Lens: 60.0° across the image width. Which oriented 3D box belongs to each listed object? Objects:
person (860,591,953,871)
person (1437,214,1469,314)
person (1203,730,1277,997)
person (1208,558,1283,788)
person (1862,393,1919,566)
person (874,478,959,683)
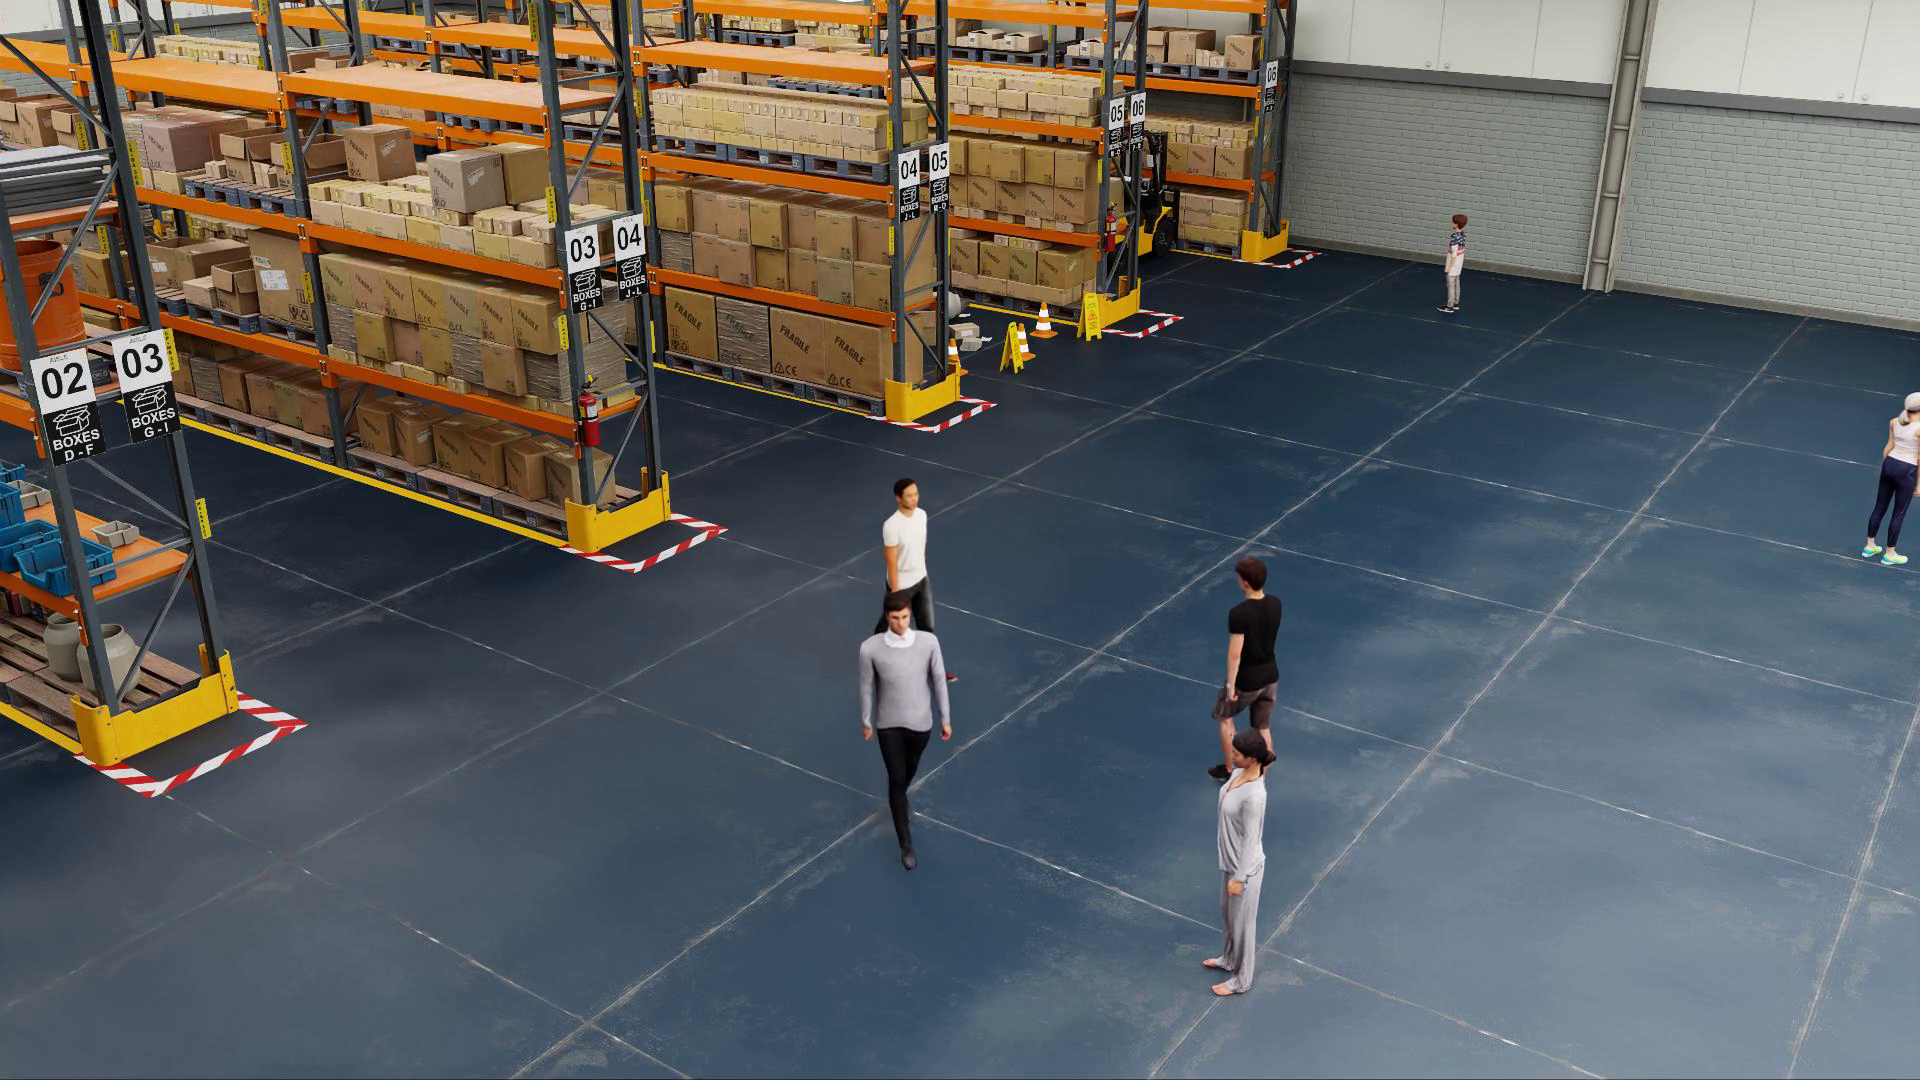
[{"bbox_3d":[-0.398,1.210,11.538,1.241,1.873,1.347,-6,24,-13],"label":"person"},{"bbox_3d":[7.316,-4.105,24.590,0.479,1.439,0.528,17,28,35],"label":"person"},{"bbox_3d":[1.695,1.919,9.995,0.720,1.776,0.681,-1,23,-2],"label":"person"},{"bbox_3d":[2.164,1.032,11.994,0.834,1.844,0.865,-11,26,-25],"label":"person"},{"bbox_3d":[9.049,-0.609,16.032,0.740,1.702,0.634,-10,25,-22],"label":"person"},{"bbox_3d":[-0.508,0.327,13.759,1.180,1.760,0.780,20,30,39],"label":"person"}]
